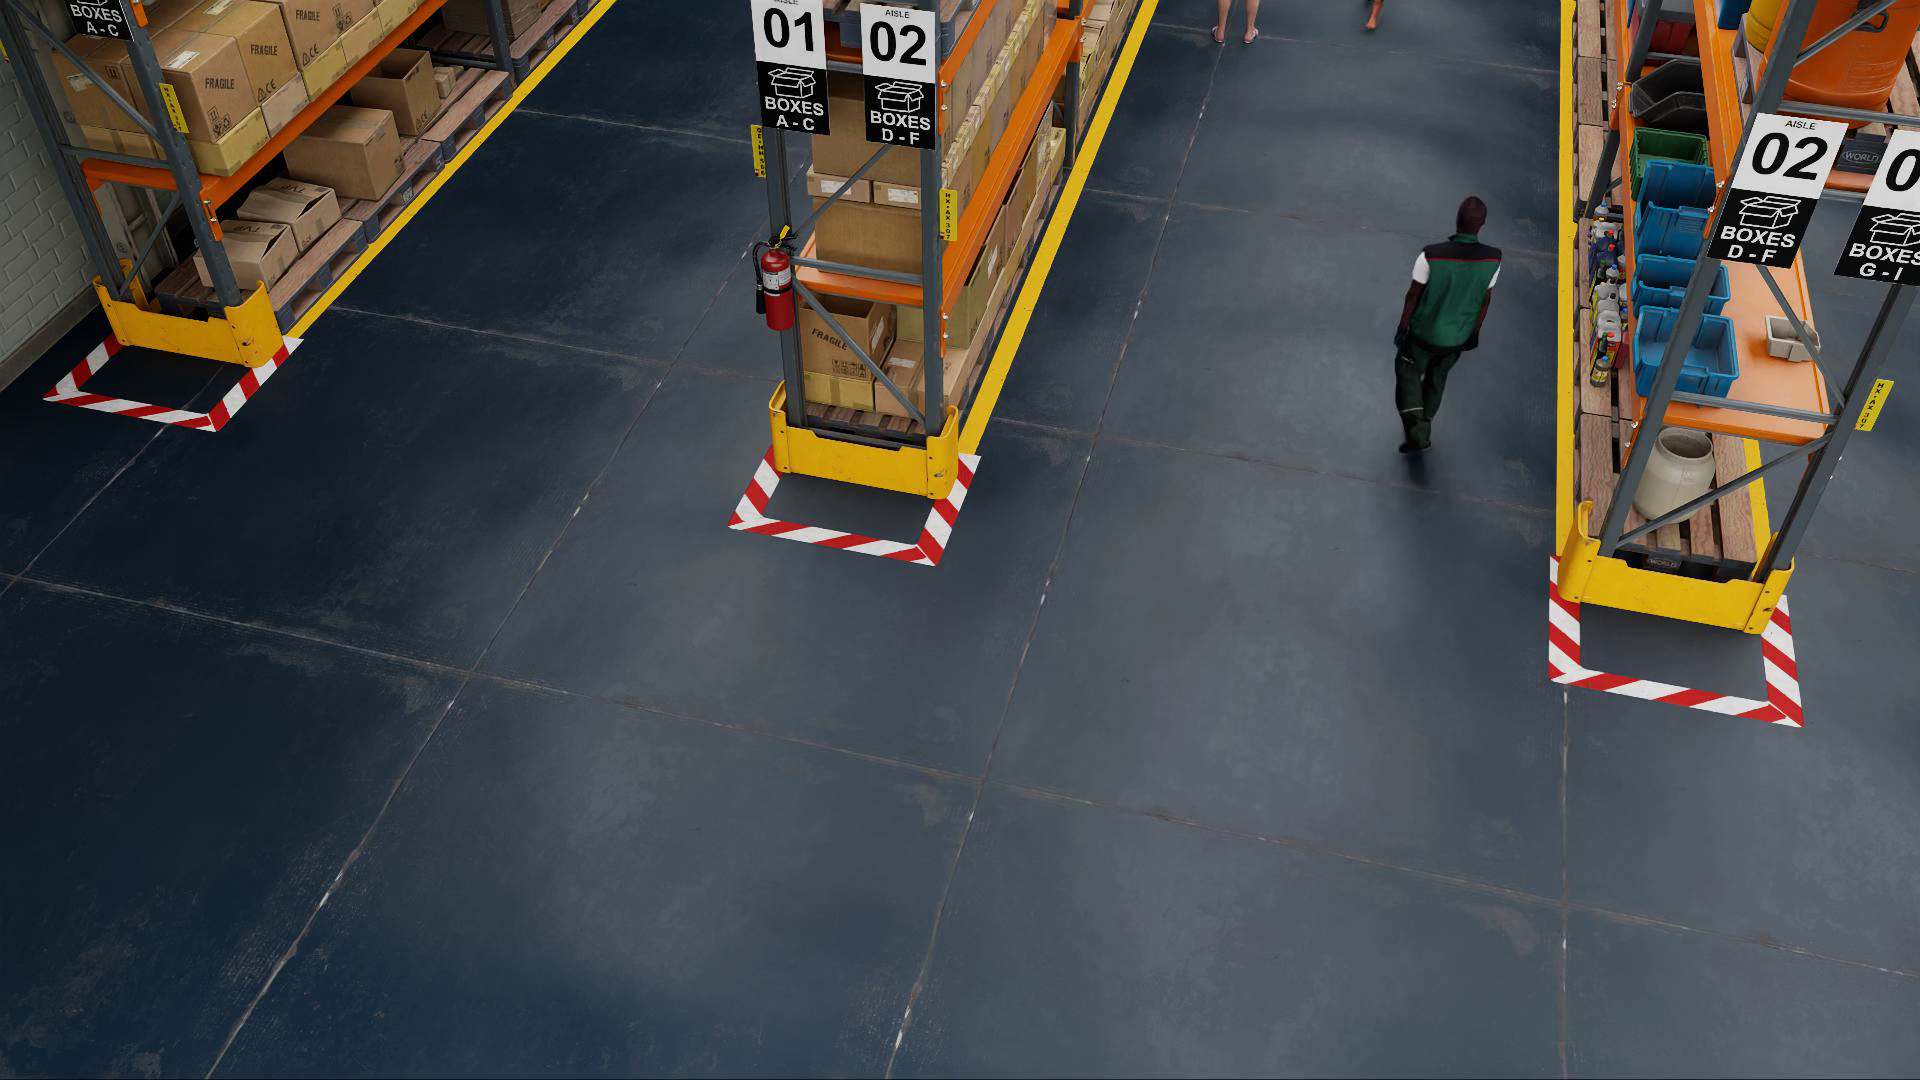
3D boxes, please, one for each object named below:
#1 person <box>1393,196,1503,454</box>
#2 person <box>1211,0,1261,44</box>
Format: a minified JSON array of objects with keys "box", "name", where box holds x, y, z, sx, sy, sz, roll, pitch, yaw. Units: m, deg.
[{"box":[2.962,-1.227,10.218,0.826,1.826,0.912,-2,43,-2],"name":"person"},{"box":[2.482,-5.252,14.524,0.689,1.831,0.582,5,43,6],"name":"person"}]
